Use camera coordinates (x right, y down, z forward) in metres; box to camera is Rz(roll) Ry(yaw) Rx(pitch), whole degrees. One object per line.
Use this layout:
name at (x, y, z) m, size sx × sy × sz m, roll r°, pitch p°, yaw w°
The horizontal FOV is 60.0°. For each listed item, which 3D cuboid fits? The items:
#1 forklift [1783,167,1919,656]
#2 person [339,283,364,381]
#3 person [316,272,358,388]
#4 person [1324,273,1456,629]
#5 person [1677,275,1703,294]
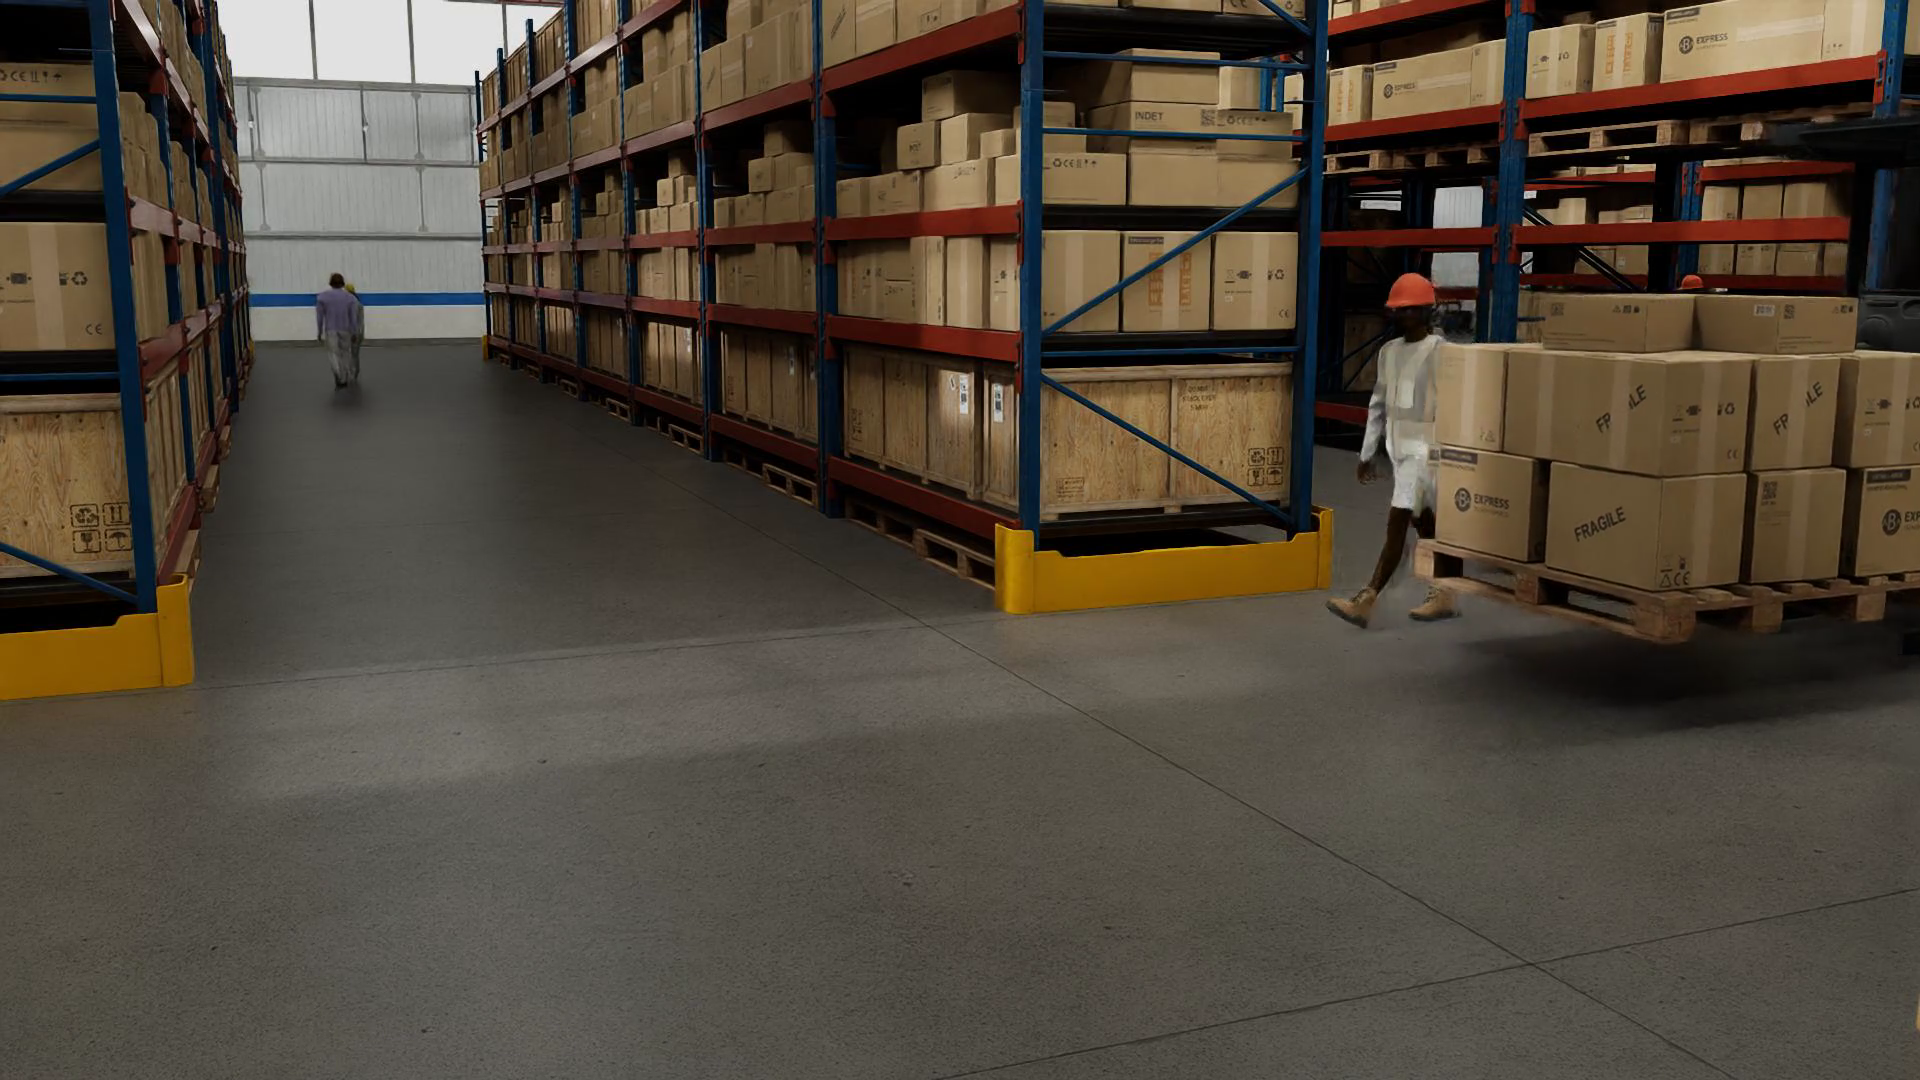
forklift at (5.570, -0.884, 9.160) m, size 1.873 × 2.768 × 1.129 m, roll -4°, pitch 10°, yaw -23°
person at (-10.570, -3.595, 28.848) m, size 0.493 × 1.723 × 0.579 m, roll -6°, pitch 11°, yaw -32°
person at (-10.181, -3.424, 27.239) m, size 0.629 × 1.924 × 0.710 m, roll -4°, pitch 10°, yaw -25°
person at (2.462, -0.491, 9.417) m, size 1.020 × 1.997 × 0.634 m, roll -4°, pitch 10°, yaw -22°
person at (9.107, -2.333, 20.725) m, size 0.427 × 1.924 × 0.558 m, roll 7°, pitch 12°, yaw 37°
